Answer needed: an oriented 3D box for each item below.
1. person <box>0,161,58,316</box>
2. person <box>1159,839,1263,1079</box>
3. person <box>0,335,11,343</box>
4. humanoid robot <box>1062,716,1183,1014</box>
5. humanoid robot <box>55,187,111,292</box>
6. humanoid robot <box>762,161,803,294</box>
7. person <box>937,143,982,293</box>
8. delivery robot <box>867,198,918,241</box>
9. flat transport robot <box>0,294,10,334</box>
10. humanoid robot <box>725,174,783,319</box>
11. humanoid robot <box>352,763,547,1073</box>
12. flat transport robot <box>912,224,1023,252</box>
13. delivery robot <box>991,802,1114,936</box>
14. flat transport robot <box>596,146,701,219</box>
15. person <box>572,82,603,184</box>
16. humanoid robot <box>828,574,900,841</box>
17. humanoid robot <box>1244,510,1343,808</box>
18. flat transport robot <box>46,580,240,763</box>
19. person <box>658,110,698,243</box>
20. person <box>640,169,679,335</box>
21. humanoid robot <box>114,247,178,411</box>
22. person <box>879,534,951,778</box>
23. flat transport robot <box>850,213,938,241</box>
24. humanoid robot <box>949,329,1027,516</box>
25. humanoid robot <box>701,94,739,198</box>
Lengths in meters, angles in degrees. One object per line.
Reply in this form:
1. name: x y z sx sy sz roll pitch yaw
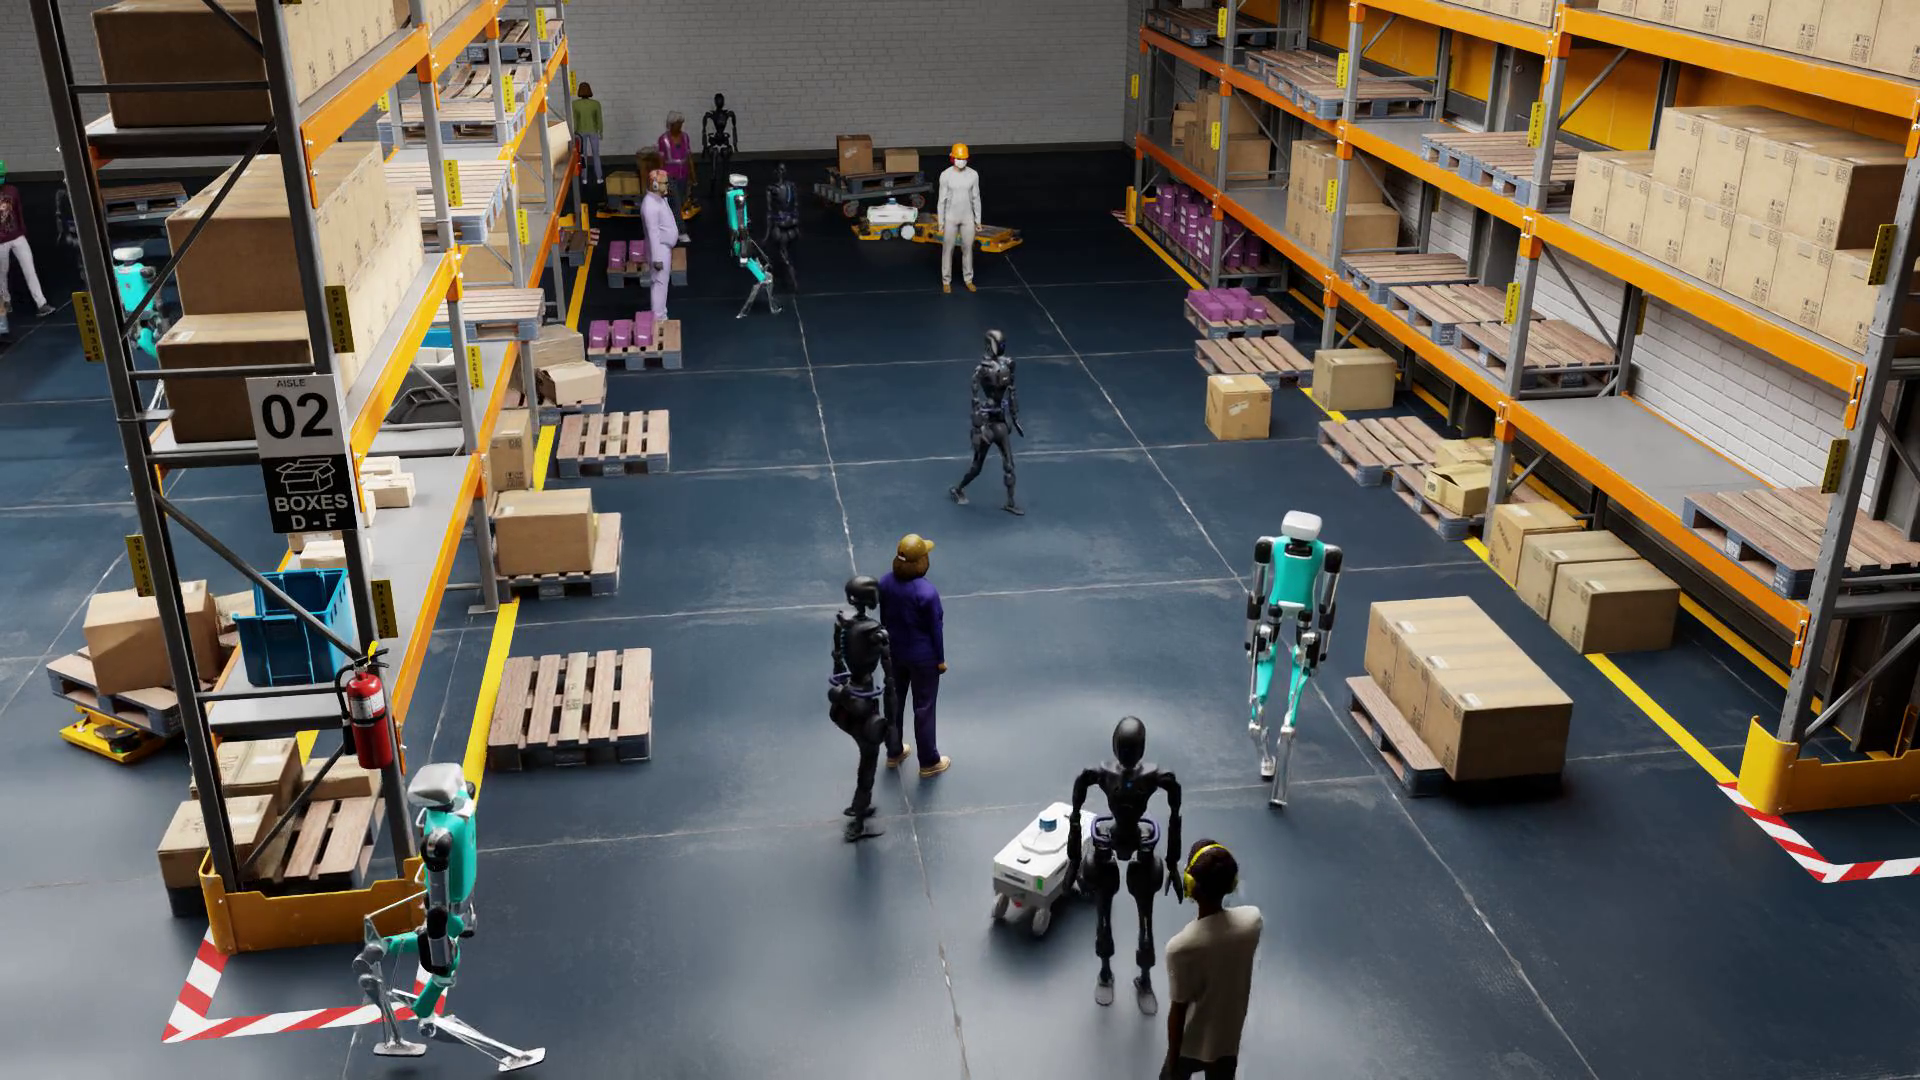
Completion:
1. person: -11.399 -3.616 19.901 0.936 1.903 0.527 17 29 33
2. person: 1.049 2.110 6.931 0.494 1.828 0.829 -10 26 -22
3. person: -11.077 -3.017 18.709 0.338 1.746 0.564 7 25 15
4. humanoid robot: 0.813 1.603 8.264 0.609 1.647 0.325 1 24 3
5. humanoid robot: -10.861 -3.789 20.568 0.613 1.645 0.481 -12 27 -26
6. humanoid robot: -2.271 -3.956 20.987 0.760 1.625 0.608 18 30 35
7. person: -0.005 -4.037 20.871 0.560 1.888 0.399 -5 24 -11
8. delivery robot: -0.936 -4.568 23.747 0.805 0.609 0.499 1 24 3
9. flat transport robot: -11.470 -2.290 18.896 0.659 0.231 1.431 -13 27 -27
10. humanoid robot: -2.375 -3.476 19.864 0.809 1.828 0.567 -10 26 -21
11. humanoid robot: -2.529 1.825 7.746 1.063 1.752 0.552 0 24 -1
12. flat transport robot: 0.101 -4.273 23.413 1.431 0.231 0.659 13 27 27
13. delivery robot: 0.501 1.784 9.282 0.499 0.614 0.797 15 28 30
14. flat transport robot: -4.694 -5.004 25.079 1.431 0.231 0.659 2 24 5
15. person: -6.052 -6.615 27.058 0.492 1.624 0.280 -5 24 -11
16. humanoid robot: -0.576 0.976 9.704 0.361 1.643 0.589 -19 30 -37
17. humanoid robot: 1.978 0.807 10.133 0.552 1.888 0.783 6 24 13
18. flat transport robot: -5.258 1.048 11.290 0.659 0.231 1.431 13 27 27
19. person: -4.064 -5.186 23.577 0.577 1.822 0.830 -19 30 -36
20. person: -3.445 -3.332 19.236 0.406 1.904 0.651 -1 24 -2
21. humanoid robot: -8.050 -2.138 16.771 0.556 1.757 1.047 6 24 12
22. person: -0.287 0.710 10.373 0.450 1.623 0.338 15 28 30
23. flat transport robot: -0.814 -4.515 23.963 1.431 0.231 0.659 -6 24 -14
24. humanoid robot: 0.247 -1.032 14.328 0.739 1.640 0.585 20 30 38
25. humanoid robot: -3.758 -6.154 25.974 0.609 1.631 0.463 -10 26 -22
